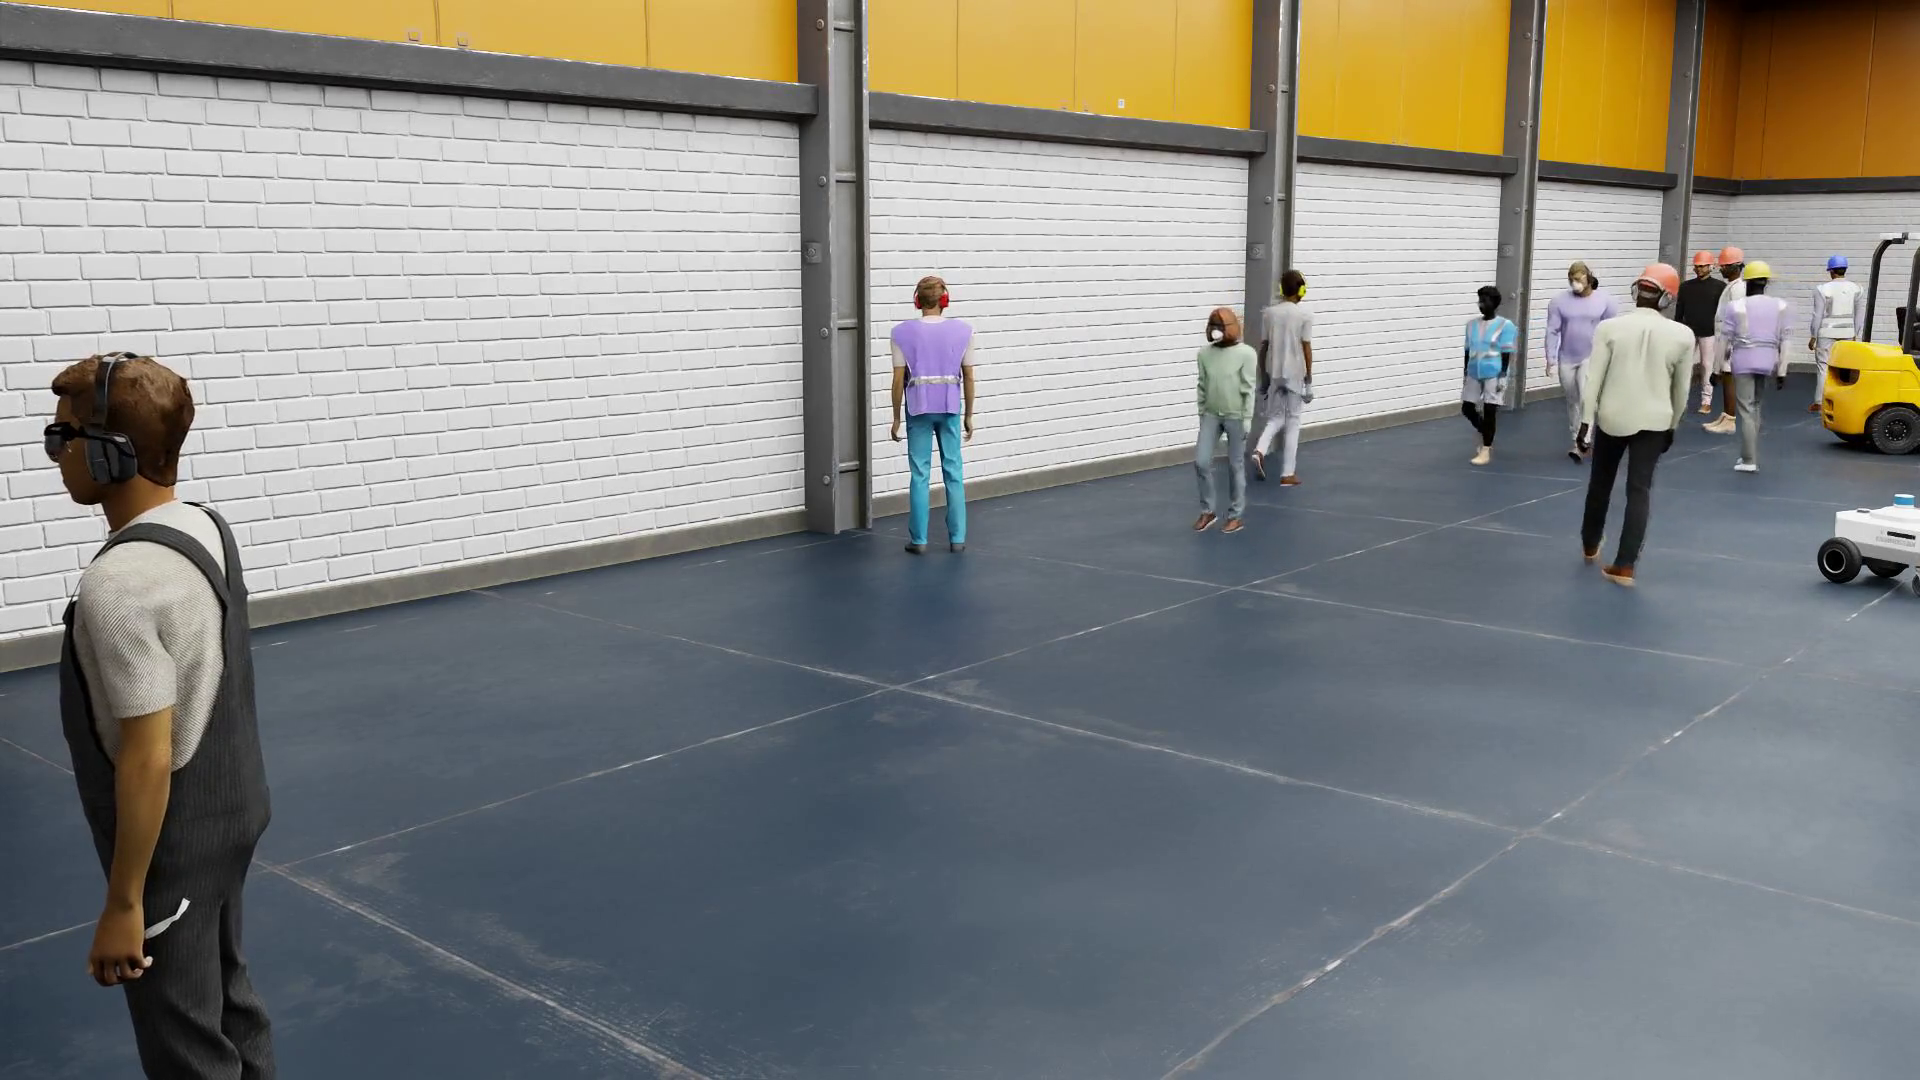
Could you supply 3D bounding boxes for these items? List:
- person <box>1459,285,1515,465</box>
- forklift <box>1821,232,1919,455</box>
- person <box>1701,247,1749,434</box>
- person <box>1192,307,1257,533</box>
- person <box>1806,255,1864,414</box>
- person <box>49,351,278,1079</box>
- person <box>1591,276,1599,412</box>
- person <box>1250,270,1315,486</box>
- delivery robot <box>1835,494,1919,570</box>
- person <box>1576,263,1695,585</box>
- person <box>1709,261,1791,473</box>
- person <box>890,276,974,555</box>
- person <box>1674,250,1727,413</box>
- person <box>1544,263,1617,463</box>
[{"bbox_3d":[4.966,-1.549,15.628,0.427,1.684,0.528,-8,13,-39],"label":"person"},{"bbox_3d":[9.955,-1.972,16.595,2.313,2.155,1.214,1,10,8],"label":"forklift"},{"bbox_3d":[8.409,-2.182,18.232,0.377,2.041,0.607,4,11,19],"label":"person"},{"bbox_3d":[1.874,-0.841,11.815,0.499,1.615,0.473,7,12,35],"label":"person"},{"bbox_3d":[10.714,-2.513,20.381,0.603,1.946,0.389,0,10,-1],"label":"person"},{"bbox_3d":[-1.464,0.578,3.069,0.345,1.846,0.506,-2,10,-9],"label":"person"},{"bbox_3d":[7.762,-2.421,20.590,0.521,1.694,0.320,3,10,16],"label":"person"},{"bbox_3d":[2.745,-1.359,14.110,0.512,1.851,0.521,9,13,41],"label":"person"},{"bbox_3d":[5.618,-0.028,9.927,0.477,0.478,0.707,-5,11,-24],"label":"delivery robot"},{"bbox_3d":[4.146,-0.731,10.300,0.654,1.924,0.988,3,10,15],"label":"person"},{"bbox_3d":[7.169,-1.579,15.171,0.593,1.900,0.727,-1,10,-4],"label":"person"},{"bbox_3d":[-0.181,-0.813,10.997,0.564,1.841,0.391,-2,10,-11],"label":"person"},{"bbox_3d":[9.102,-2.556,20.487,0.622,1.993,0.381,9,13,41],"label":"person"},{"bbox_3d":[5.875,-1.678,15.807,0.639,1.874,1.041,6,11,29],"label":"person"}]
